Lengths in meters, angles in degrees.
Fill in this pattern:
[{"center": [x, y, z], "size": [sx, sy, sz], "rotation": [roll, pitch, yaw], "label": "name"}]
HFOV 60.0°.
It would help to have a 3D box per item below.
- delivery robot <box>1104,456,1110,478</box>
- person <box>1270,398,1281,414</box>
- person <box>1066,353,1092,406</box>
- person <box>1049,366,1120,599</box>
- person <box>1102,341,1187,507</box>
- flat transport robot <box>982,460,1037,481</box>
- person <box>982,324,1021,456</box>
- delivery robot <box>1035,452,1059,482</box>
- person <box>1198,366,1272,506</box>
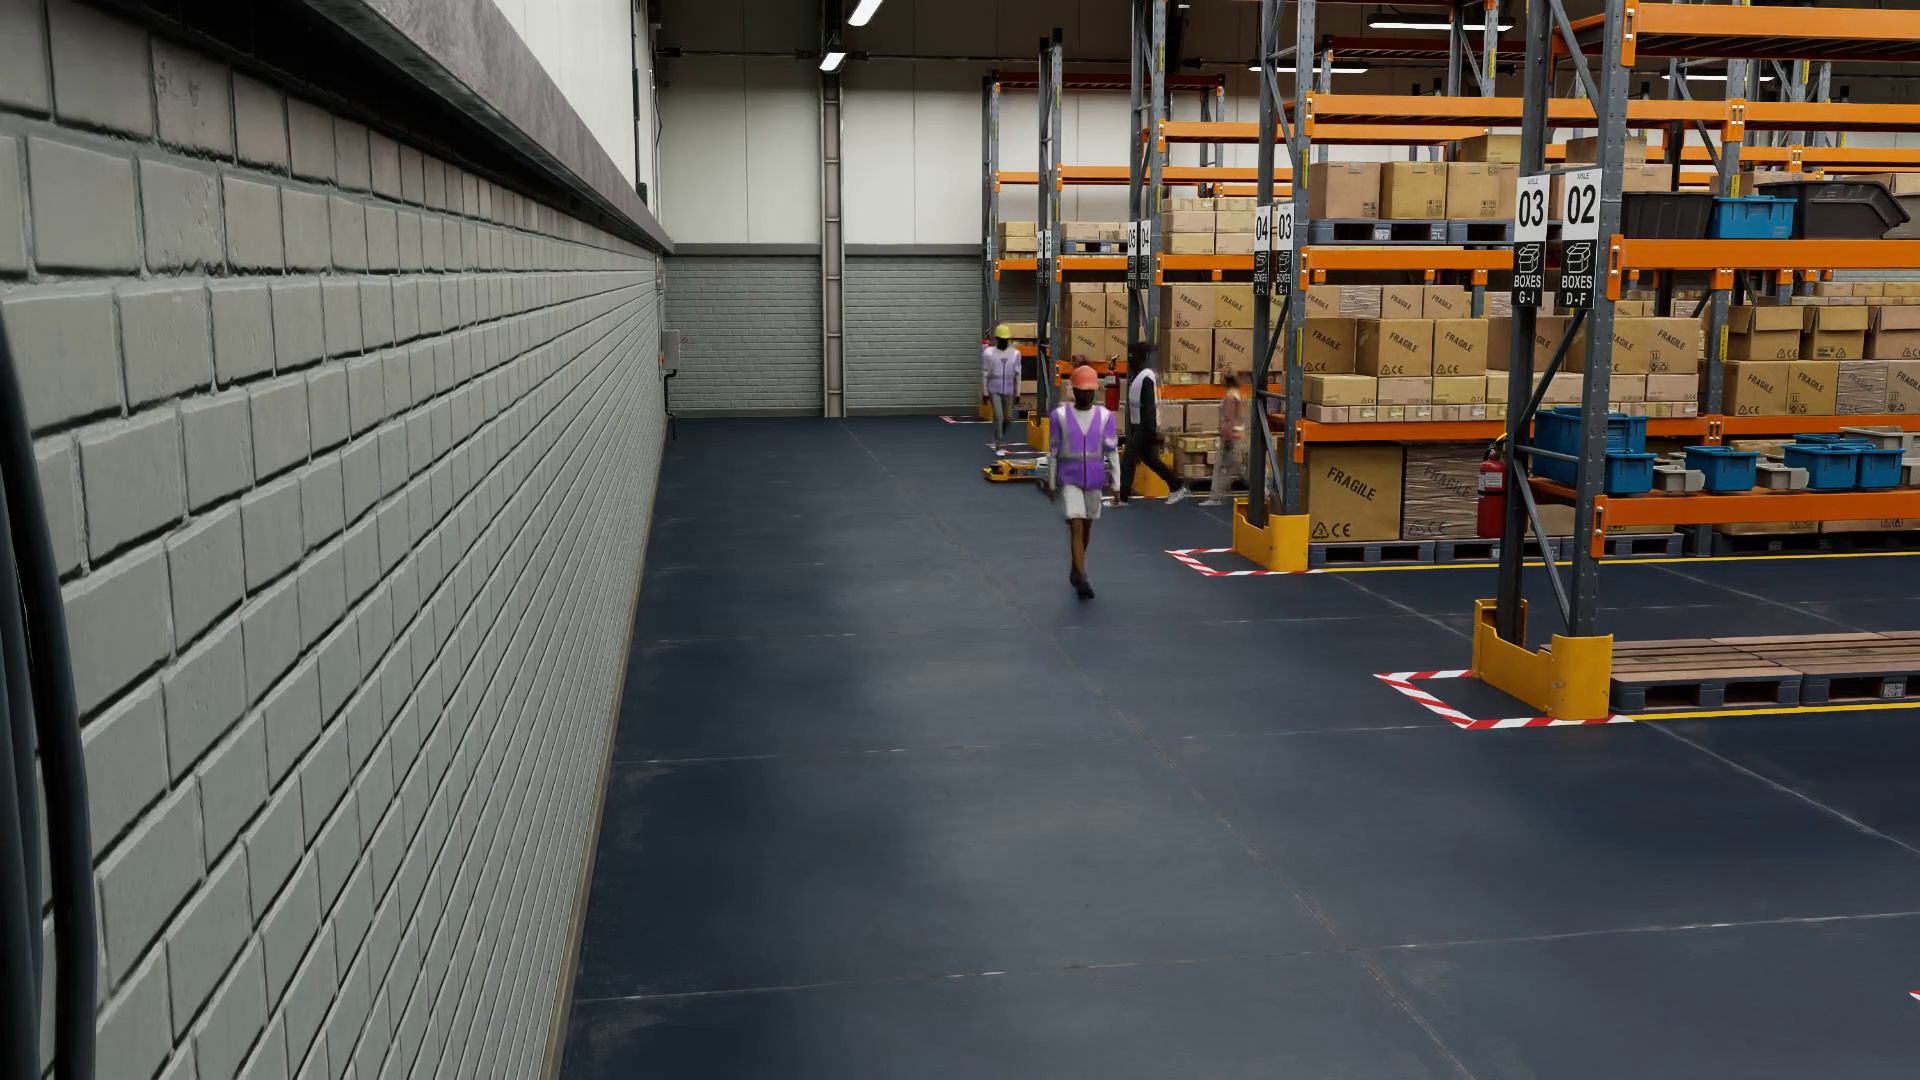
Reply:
[{"center": [1.613, -0.979, 20.469], "size": [0.477, 0.478, 0.707], "rotation": [-7, 11, -36], "label": "delivery robot"}, {"center": [4.843, -2.177, 24.101], "size": [0.882, 1.870, 0.671], "rotation": [-3, 10, -20], "label": "person"}, {"center": [1.549, -1.576, 21.183], "size": [0.584, 1.609, 0.538], "rotation": [-3, 10, -16], "label": "person"}, {"center": [1.020, -0.490, 13.664], "size": [0.566, 1.882, 1.017], "rotation": [-1, 9, -7], "label": "person"}, {"center": [2.103, -1.301, 18.702], "size": [0.942, 1.878, 0.593], "rotation": [0, 9, -2], "label": "person"}, {"center": [1.041, -0.904, 21.166], "size": [1.431, 0.197, 0.652], "rotation": [-1, 9, -9], "label": "flat transport robot"}, {"center": [0.584, -2.169, 23.973], "size": [0.587, 1.905, 0.624], "rotation": [-2, 10, -14], "label": "person"}, {"center": [1.188, -0.911, 20.048], "size": [0.477, 0.478, 0.707], "rotation": [5, 10, 28], "label": "delivery robot"}, {"center": [3.088, -1.139, 18.527], "size": [0.772, 1.608, 0.521], "rotation": [2, 9, 11], "label": "person"}]
